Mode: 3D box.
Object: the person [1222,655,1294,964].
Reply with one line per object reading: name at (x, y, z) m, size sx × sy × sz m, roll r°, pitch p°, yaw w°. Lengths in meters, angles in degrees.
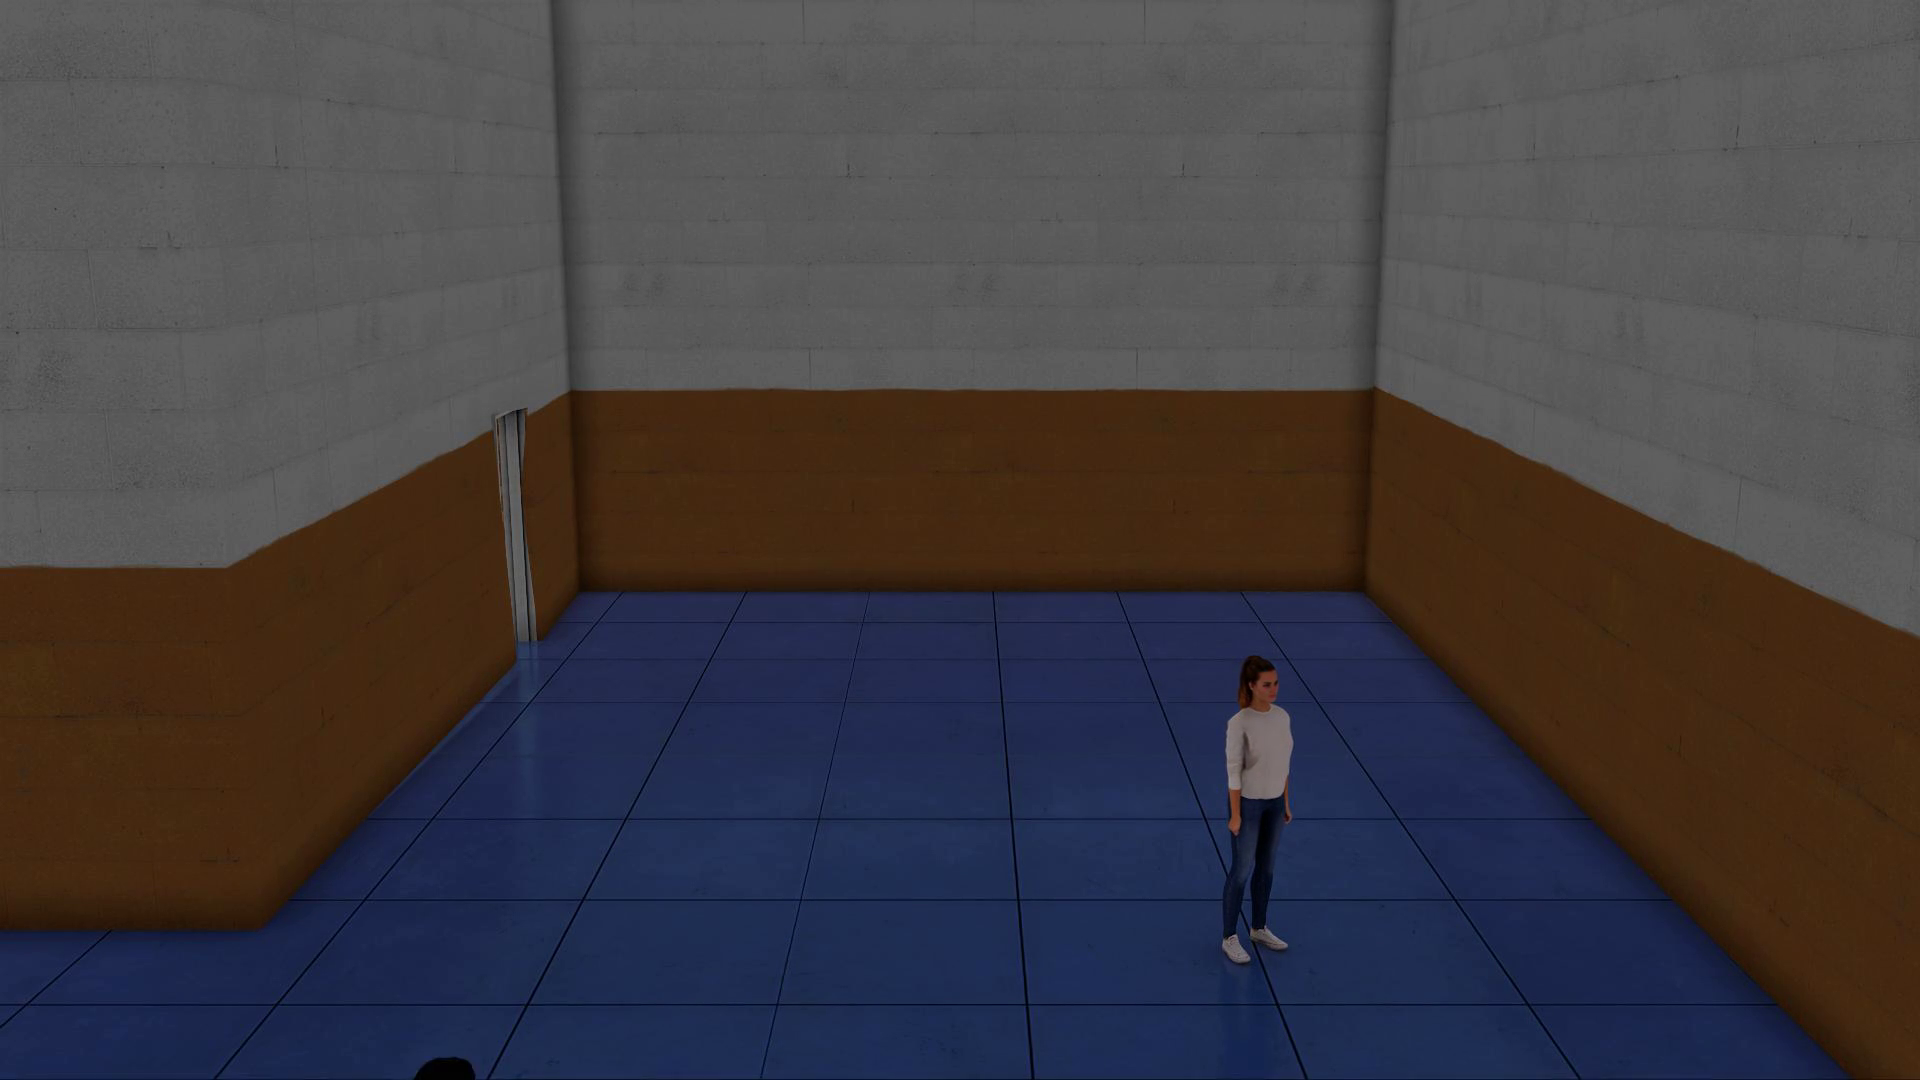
person at (1.660, 1.493, 9.329) m, size 0.650 × 1.720 × 0.751 m, roll -8°, pitch 14°, yaw -33°
